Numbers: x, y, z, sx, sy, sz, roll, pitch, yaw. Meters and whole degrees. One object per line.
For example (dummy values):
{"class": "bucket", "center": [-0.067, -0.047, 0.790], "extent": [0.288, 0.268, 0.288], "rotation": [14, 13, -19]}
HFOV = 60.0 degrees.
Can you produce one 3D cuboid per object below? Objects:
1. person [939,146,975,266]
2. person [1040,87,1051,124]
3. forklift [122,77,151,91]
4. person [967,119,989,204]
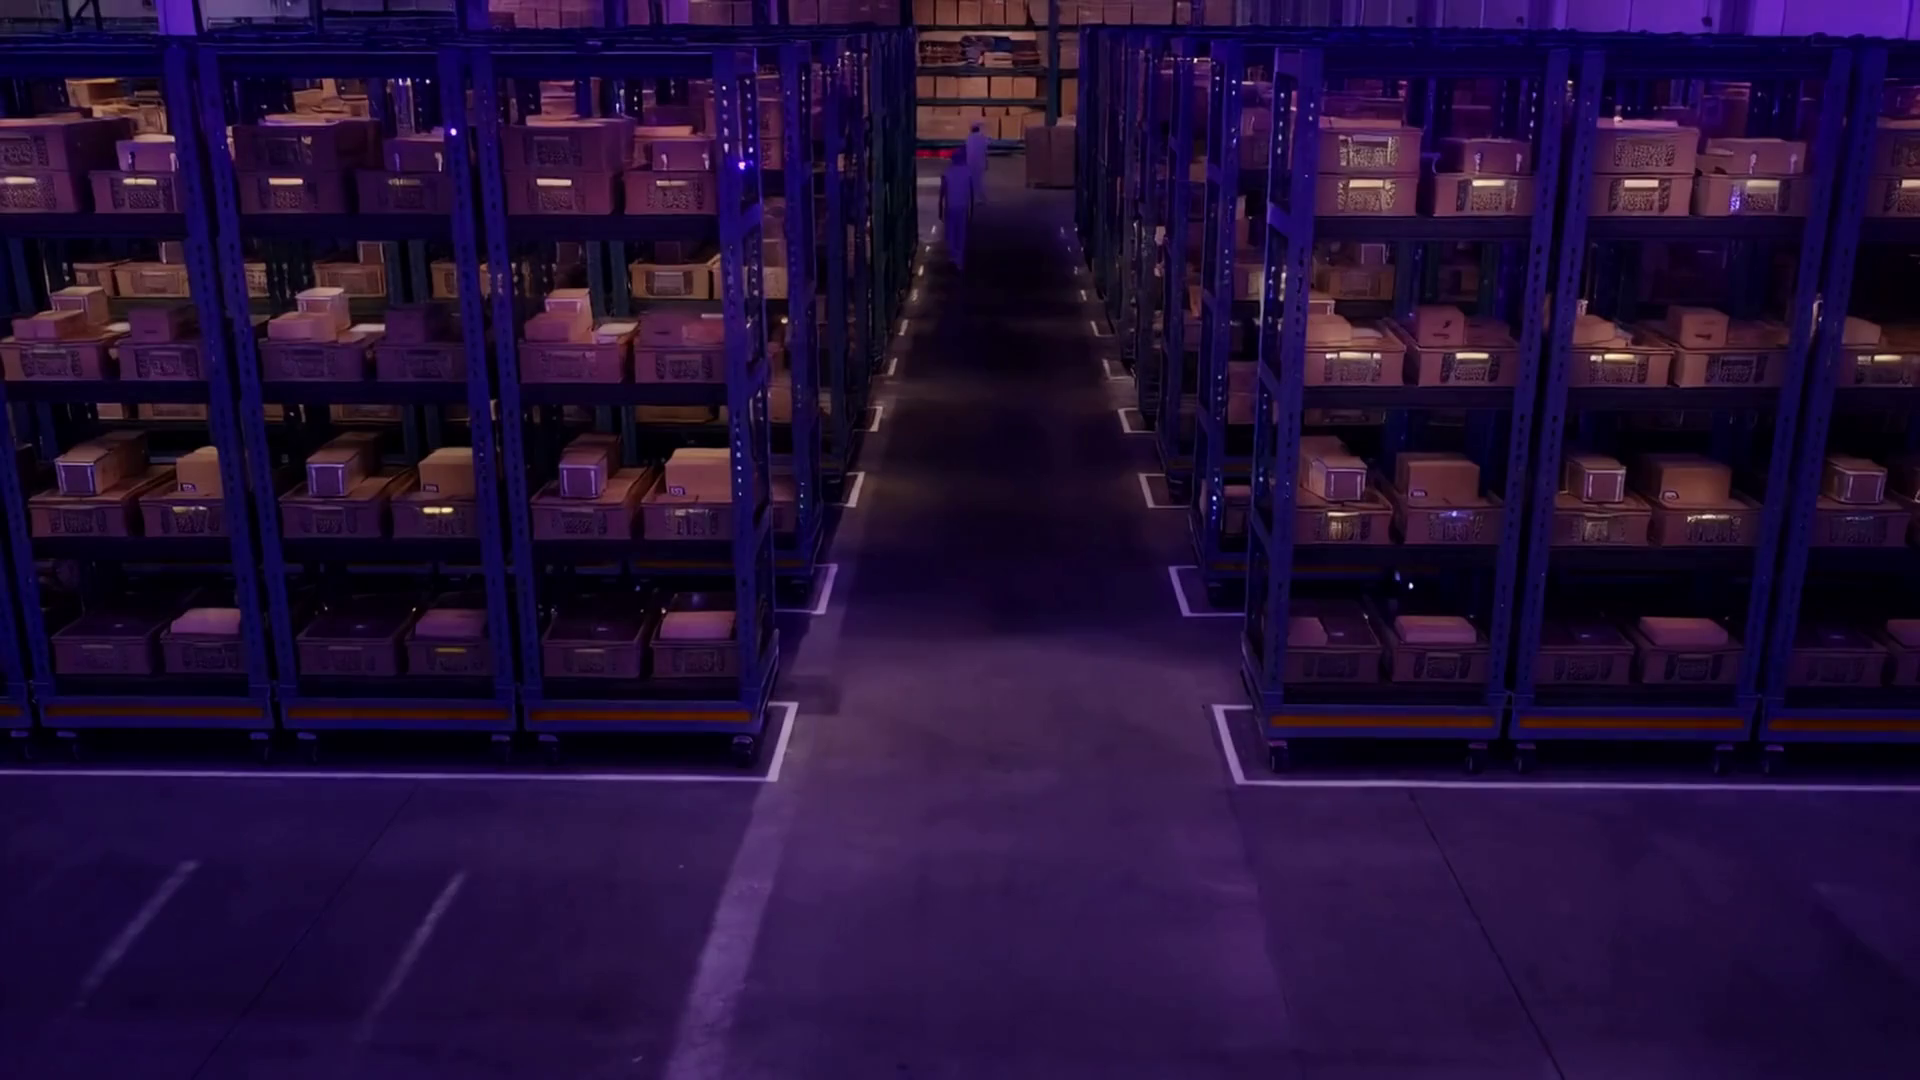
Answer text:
{"class": "person", "center": [-0.048, -5.195, 25.911], "extent": [0.602, 1.830, 0.456], "rotation": [-5, 18, -16]}
{"class": "person", "center": [2.685, -13.074, 51.059], "extent": [0.478, 1.815, 0.597], "rotation": [0, 17, -1]}
{"class": "forklift", "center": [-21.246, -11.144, 43.155], "extent": [1.873, 2.768, 1.129], "rotation": [0, 17, 1]}
{"class": "person", "center": [0.347, -7.845, 34.527], "extent": [0.566, 1.737, 0.381], "rotation": [-11, 20, -31]}
